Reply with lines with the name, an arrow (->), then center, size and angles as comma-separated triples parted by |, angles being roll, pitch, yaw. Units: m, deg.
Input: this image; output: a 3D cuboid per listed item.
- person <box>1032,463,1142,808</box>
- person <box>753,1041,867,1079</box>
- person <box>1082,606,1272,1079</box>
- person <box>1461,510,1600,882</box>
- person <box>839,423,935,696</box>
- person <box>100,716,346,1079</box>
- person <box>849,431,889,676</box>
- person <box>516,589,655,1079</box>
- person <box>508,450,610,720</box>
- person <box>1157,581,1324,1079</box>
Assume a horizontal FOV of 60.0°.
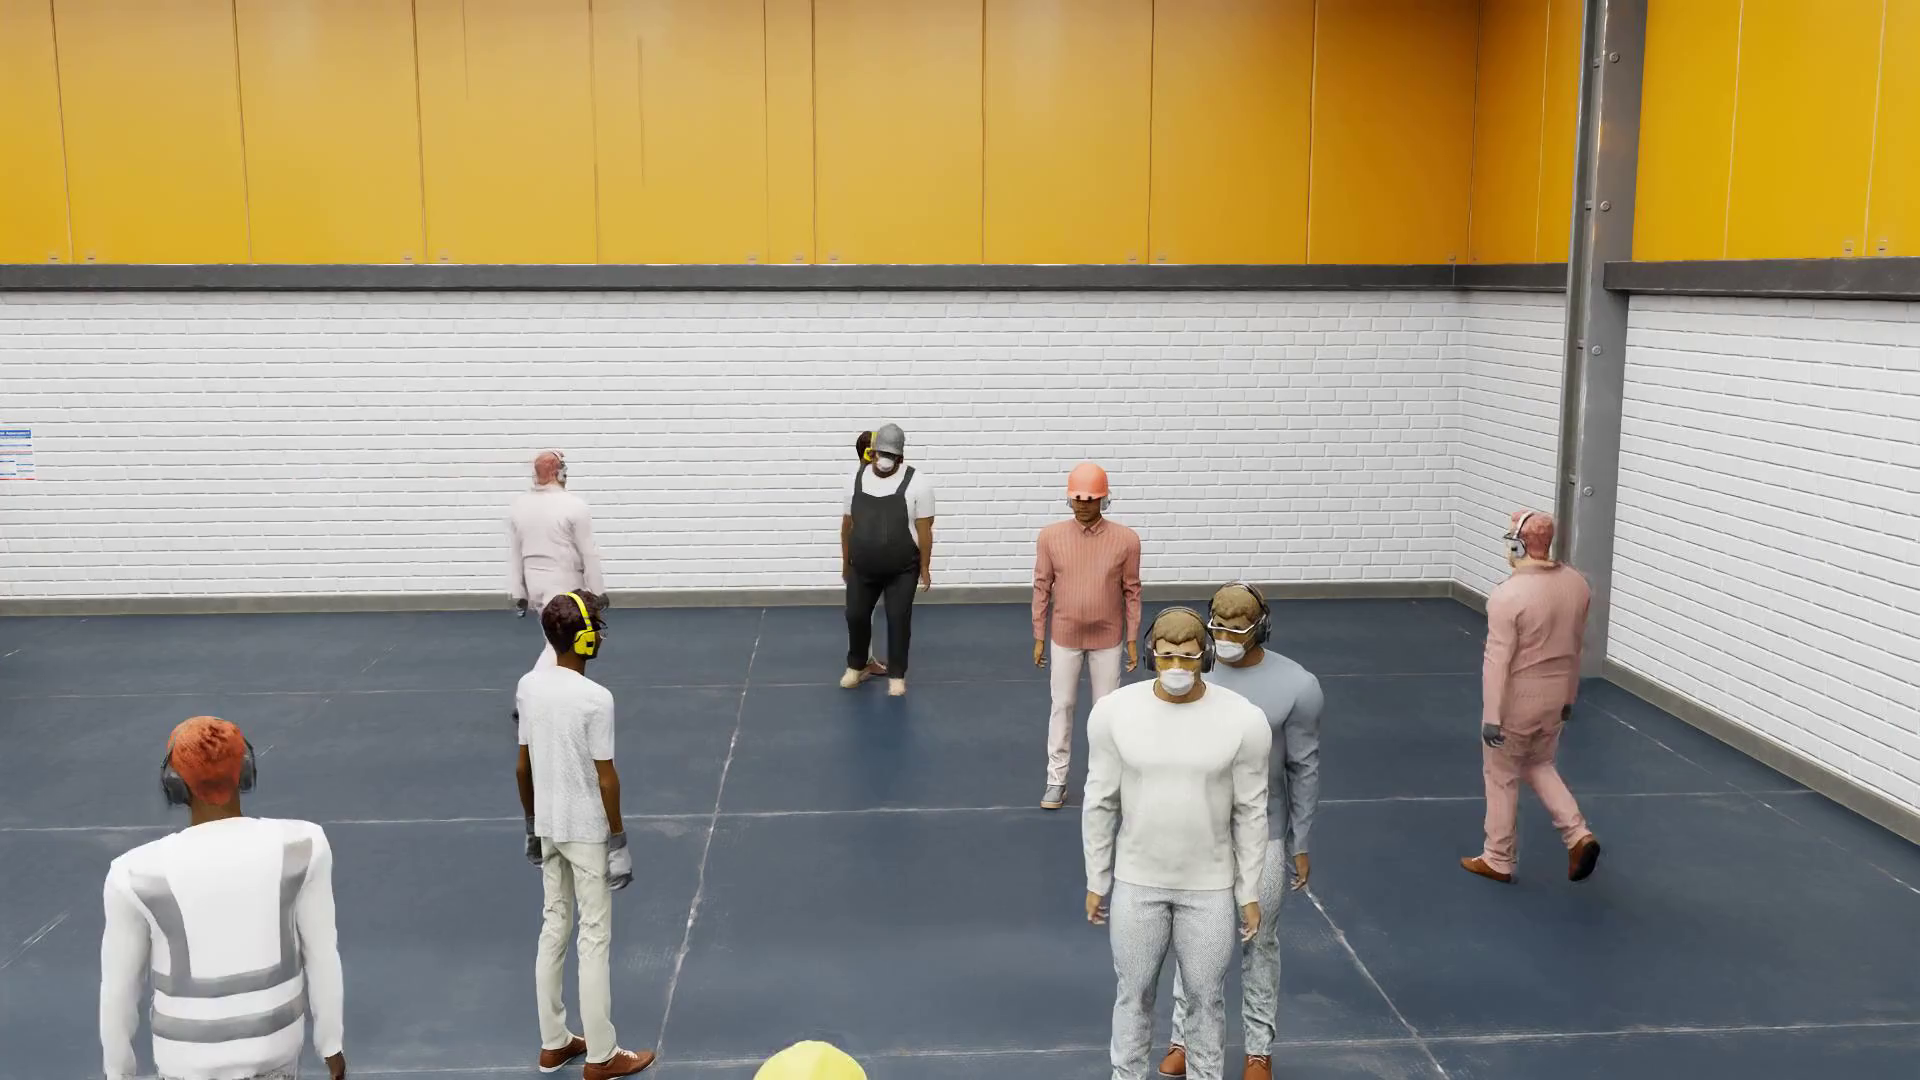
person -> 0.713, 0.550, 9.415 | 0.622, 1.989, 0.396 | 1, 9, 7
person -> -0.226, 1.685, 2.912 | 0.602, 1.801, 0.875 | 1, 9, 4
person -> 0.726, 1.173, 5.672 | 0.635, 1.938, 0.364 | 2, 9, 10
person -> 2.812, 0.796, 8.174 | 0.660, 1.892, 0.618 | -5, 10, -29
person -> -0.536, 0.126, 11.924 | 0.713, 2.000, 0.546 | 3, 9, 16
person -> -2.034, 1.386, 4.607 | 0.600, 1.855, 0.814 | -6, 11, -32
person -> -0.695, 0.098, 12.661 | 0.328, 1.865, 0.520 | -3, 10, -18
person -> -1.446, 1.110, 6.280 | 0.521, 1.873, 0.335 | 6, 11, 35
person -> -2.760, 0.327, 11.221 | 0.647, 1.869, 0.942 | 5, 10, 29
person -> 1.013, 1.095, 6.184 | 0.627, 1.933, 0.371 | 3, 10, 20
